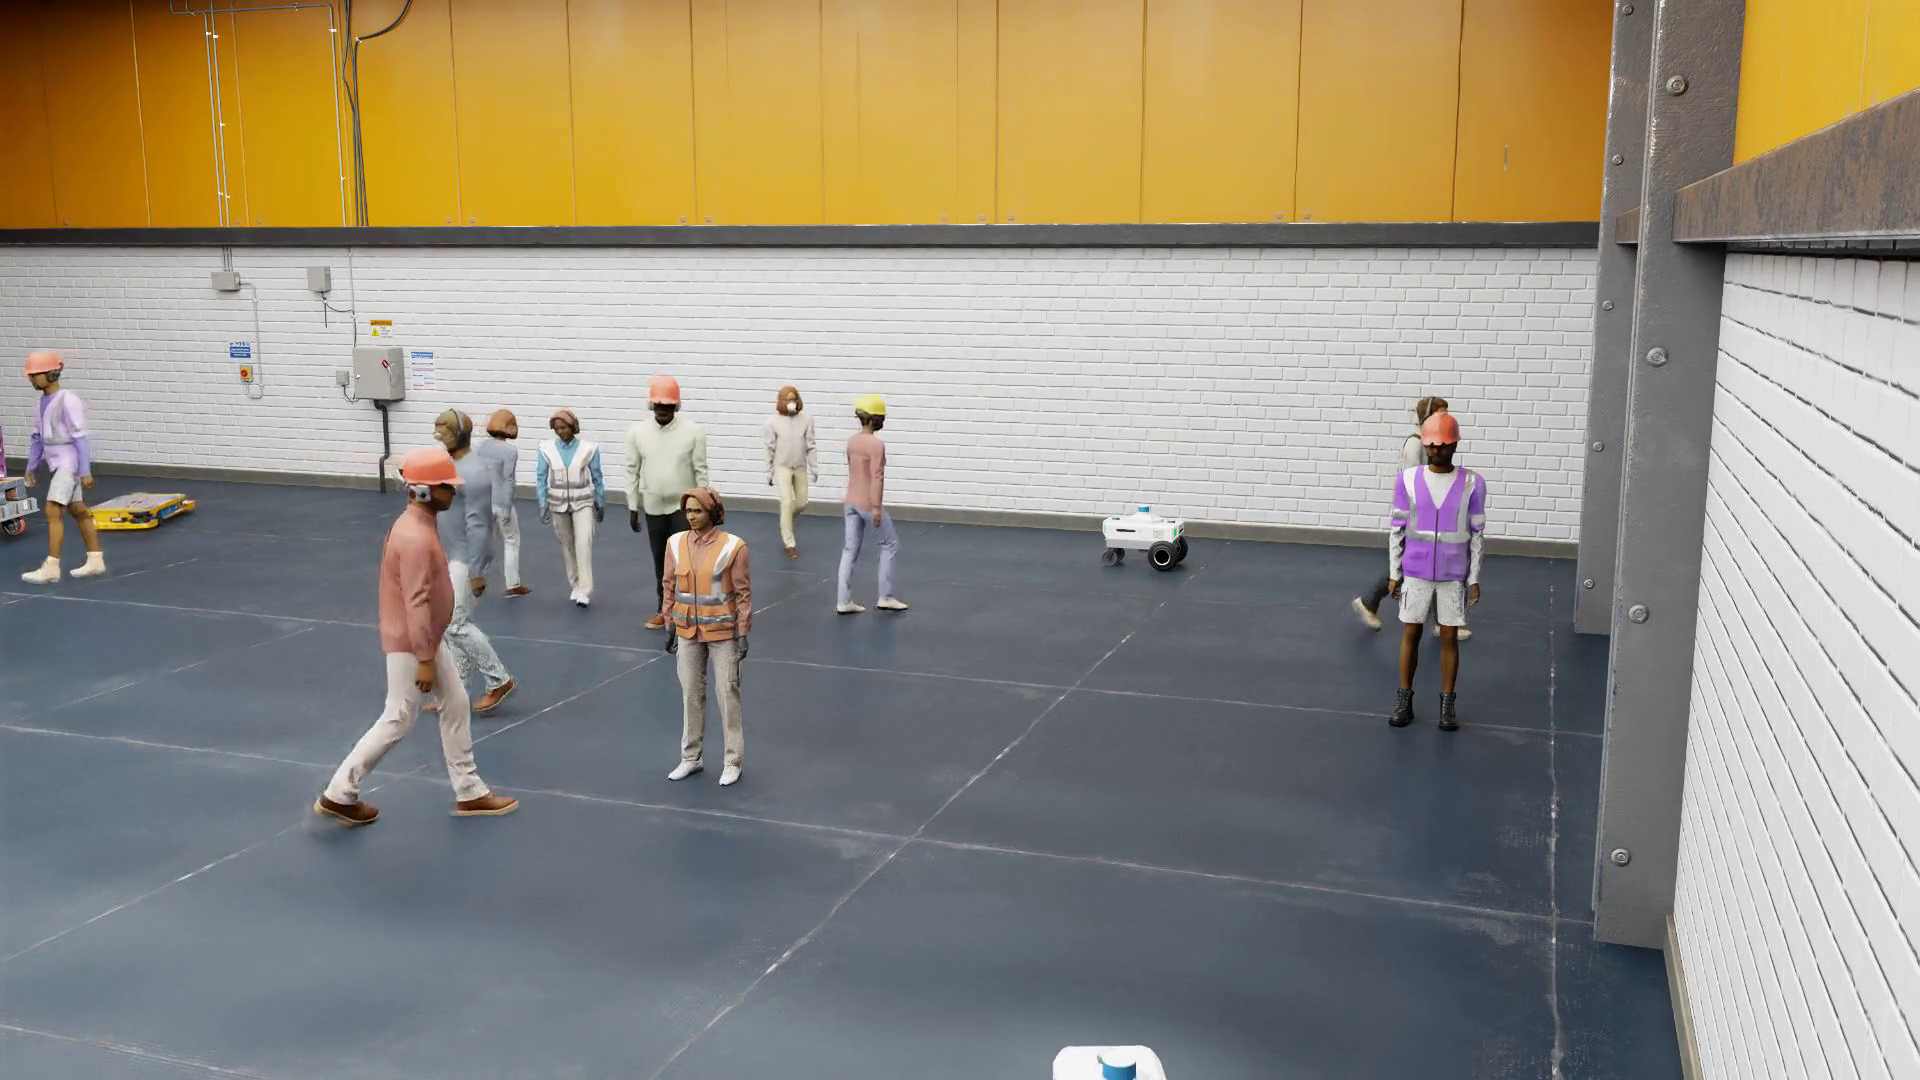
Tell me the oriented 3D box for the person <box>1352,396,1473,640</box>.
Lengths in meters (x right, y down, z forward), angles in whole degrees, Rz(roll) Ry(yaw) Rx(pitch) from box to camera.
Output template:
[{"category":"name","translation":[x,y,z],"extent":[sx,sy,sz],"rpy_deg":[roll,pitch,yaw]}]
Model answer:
[{"category":"person","translation":[3.408,-0.170,12.401],"extent":[0.829,1.821,0.535],"rpy_deg":[8,13,39]}]

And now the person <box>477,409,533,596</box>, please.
[{"category":"person","translation":[-3.893,-0.274,13.660],"extent":[0.510,1.594,0.735],"rpy_deg":[7,12,34]}]

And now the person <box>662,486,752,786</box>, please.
[{"category":"person","translation":[-1.373,0.517,9.036],"extent":[0.522,1.639,0.309],"rpy_deg":[3,11,19]}]

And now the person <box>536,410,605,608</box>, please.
[{"category":"person","translation":[-3.148,-0.244,13.443],"extent":[0.523,1.591,0.868],"rpy_deg":[-1,10,-5]}]

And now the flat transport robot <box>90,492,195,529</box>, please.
[{"category":"flat transport robot","translation":[-8.680,-0.317,17.586],"extent":[0.652,0.197,1.431],"rpy_deg":[-1,10,-6]}]

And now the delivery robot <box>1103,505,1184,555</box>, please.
[{"category":"delivery robot","translation":[1.670,-0.076,15.169],"extent":[0.707,0.478,0.477],"rpy_deg":[3,11,19]}]

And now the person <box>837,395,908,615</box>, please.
[{"category":"person","translation":[-0.680,-0.275,13.171],"extent":[0.667,1.743,0.566],"rpy_deg":[-7,12,-34]}]

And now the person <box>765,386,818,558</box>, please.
[{"category":"person","translation":[-1.630,-0.670,15.803],"extent":[0.504,1.617,0.640],"rpy_deg":[-5,11,-26]}]

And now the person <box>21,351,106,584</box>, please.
[{"category":"person","translation":[-7.910,-0.629,14.424],"extent":[0.607,2.008,0.858],"rpy_deg":[9,14,42]}]

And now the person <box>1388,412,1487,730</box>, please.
[{"category":"person","translation":[2.866,0.191,10.033],"extent":[0.552,1.935,0.370],"rpy_deg":[3,11,19]}]

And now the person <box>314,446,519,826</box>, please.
[{"category":"person","translation":[-2.785,0.501,8.300],"extent":[0.942,1.952,0.654],"rpy_deg":[-2,10,-13]}]

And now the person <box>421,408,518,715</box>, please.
[{"category":"person","translation":[-3.121,0.145,10.308],"extent":[0.482,1.931,0.652],"rpy_deg":[-5,11,-28]}]

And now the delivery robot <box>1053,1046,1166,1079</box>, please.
[{"category":"delivery robot","translation":[0.466,1.748,4.896],"extent":[0.477,0.478,0.707],"rpy_deg":[0,10,-1]}]

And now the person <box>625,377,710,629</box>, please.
[{"category":"person","translation":[-2.192,-0.254,12.502],"extent":[0.627,1.956,0.651],"rpy_deg":[1,10,3]}]
